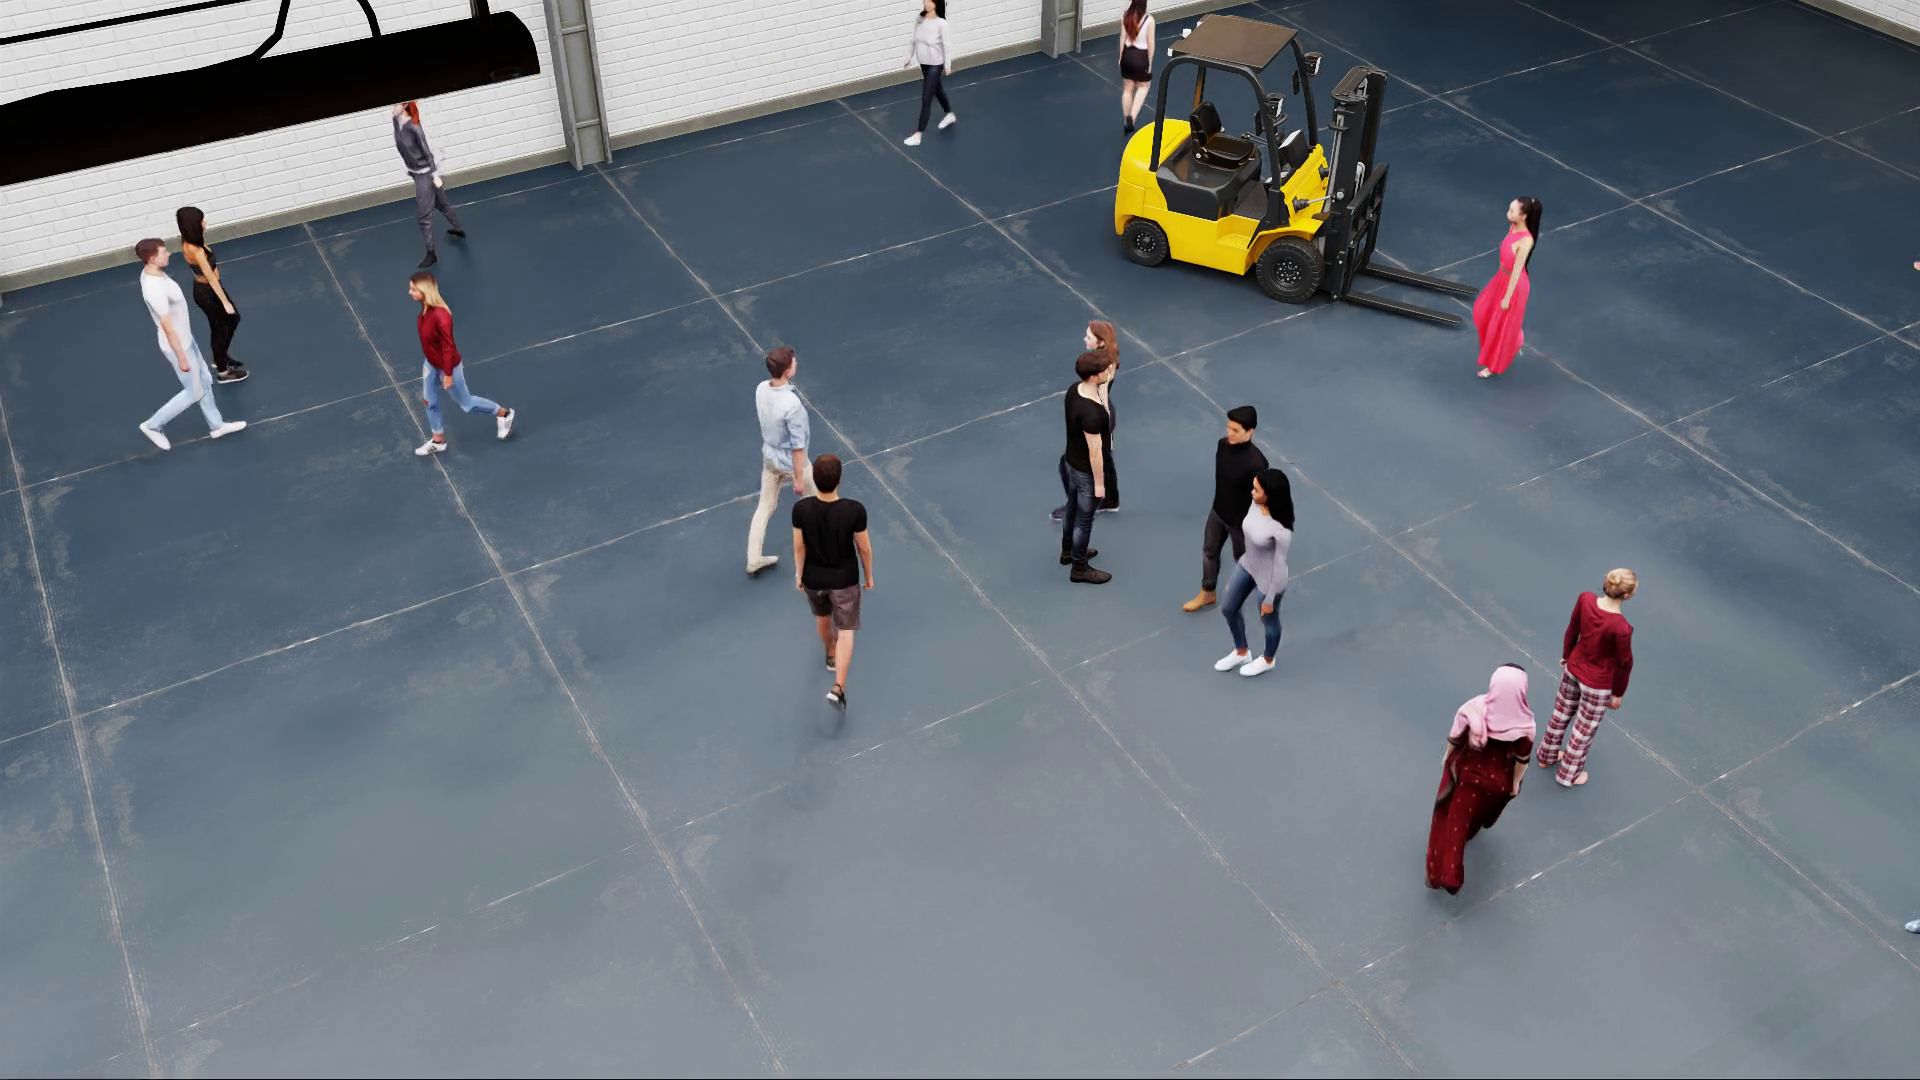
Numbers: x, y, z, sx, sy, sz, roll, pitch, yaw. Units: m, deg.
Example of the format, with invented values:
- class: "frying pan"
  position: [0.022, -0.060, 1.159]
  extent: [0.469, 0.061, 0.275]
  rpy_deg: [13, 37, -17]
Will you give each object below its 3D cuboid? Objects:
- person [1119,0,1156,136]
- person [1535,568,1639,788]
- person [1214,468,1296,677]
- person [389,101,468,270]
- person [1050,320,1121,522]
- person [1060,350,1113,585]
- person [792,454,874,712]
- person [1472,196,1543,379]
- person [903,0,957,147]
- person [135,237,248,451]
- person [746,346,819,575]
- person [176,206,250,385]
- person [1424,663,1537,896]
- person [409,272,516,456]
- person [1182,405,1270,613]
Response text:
- class: "person"
  position: [1.850, -5.085, 17.821]
  extent: [0.742, 1.638, 0.813]
  rpy_deg: [15, 41, 18]
- class: "person"
  position: [3.930, 0.830, 10.365]
  extent: [0.501, 1.700, 0.627]
  rpy_deg: [-18, 42, -22]
- class: "person"
  position: [2.118, 0.225, 11.105]
  extent: [0.703, 1.721, 0.692]
  rpy_deg: [-13, 41, -16]
- class: "person"
  position: [-5.044, -3.476, 15.721]
  extent: [0.957, 1.745, 0.791]
  rpy_deg: [-26, 45, -29]
- class: "person"
  position: [1.131, -0.885, 12.490]
  extent: [0.906, 1.728, 0.799]
  rpy_deg: [-3, 39, -4]
- class: "person"
  position: [0.895, -0.532, 11.913]
  extent: [0.676, 1.897, 0.728]
  rpy_deg: [-9, 39, -11]
- class: "person"
  position: [-0.866, 0.301, 10.918]
  extent: [1.160, 1.837, 1.117]
  rpy_deg: [3, 39, 3]
- class: "person"
  position: [4.715, -2.110, 14.033]
  extent: [0.834, 1.717, 0.754]
  rpy_deg: [-2, 39, -3]
- class: "person"
  position: [-0.251, -5.117, 17.852]
  extent: [0.835, 1.649, 1.200]
  rpy_deg: [31, 48, 33]
- class: "person"
  position: [-6.306, -1.529, 13.214]
  extent: [1.007, 1.831, 0.695]
  rpy_deg: [-17, 42, -20]
- class: "person"
  position: [-1.334, -0.521, 11.980]
  extent: [1.276, 1.797, 0.871]
  rpy_deg: [-30, 48, -32]
- class: "person"
  position: [-6.405, -2.034, 14.009]
  extent: [0.568, 1.629, 0.560]
  rpy_deg: [-17, 42, -20]
- class: "person"
  position: [3.042, 1.401, 9.727]
  extent: [1.018, 1.605, 1.120]
  rpy_deg: [14, 41, 16]
- class: "person"
  position: [-4.030, -1.406, 13.241]
  extent: [1.095, 1.605, 0.722]
  rpy_deg: [-28, 46, -30]
- class: "person"
  position: [1.997, -0.229, 11.690]
  extent: [1.000, 1.702, 0.656]
  rpy_deg: [-21, 43, -24]
